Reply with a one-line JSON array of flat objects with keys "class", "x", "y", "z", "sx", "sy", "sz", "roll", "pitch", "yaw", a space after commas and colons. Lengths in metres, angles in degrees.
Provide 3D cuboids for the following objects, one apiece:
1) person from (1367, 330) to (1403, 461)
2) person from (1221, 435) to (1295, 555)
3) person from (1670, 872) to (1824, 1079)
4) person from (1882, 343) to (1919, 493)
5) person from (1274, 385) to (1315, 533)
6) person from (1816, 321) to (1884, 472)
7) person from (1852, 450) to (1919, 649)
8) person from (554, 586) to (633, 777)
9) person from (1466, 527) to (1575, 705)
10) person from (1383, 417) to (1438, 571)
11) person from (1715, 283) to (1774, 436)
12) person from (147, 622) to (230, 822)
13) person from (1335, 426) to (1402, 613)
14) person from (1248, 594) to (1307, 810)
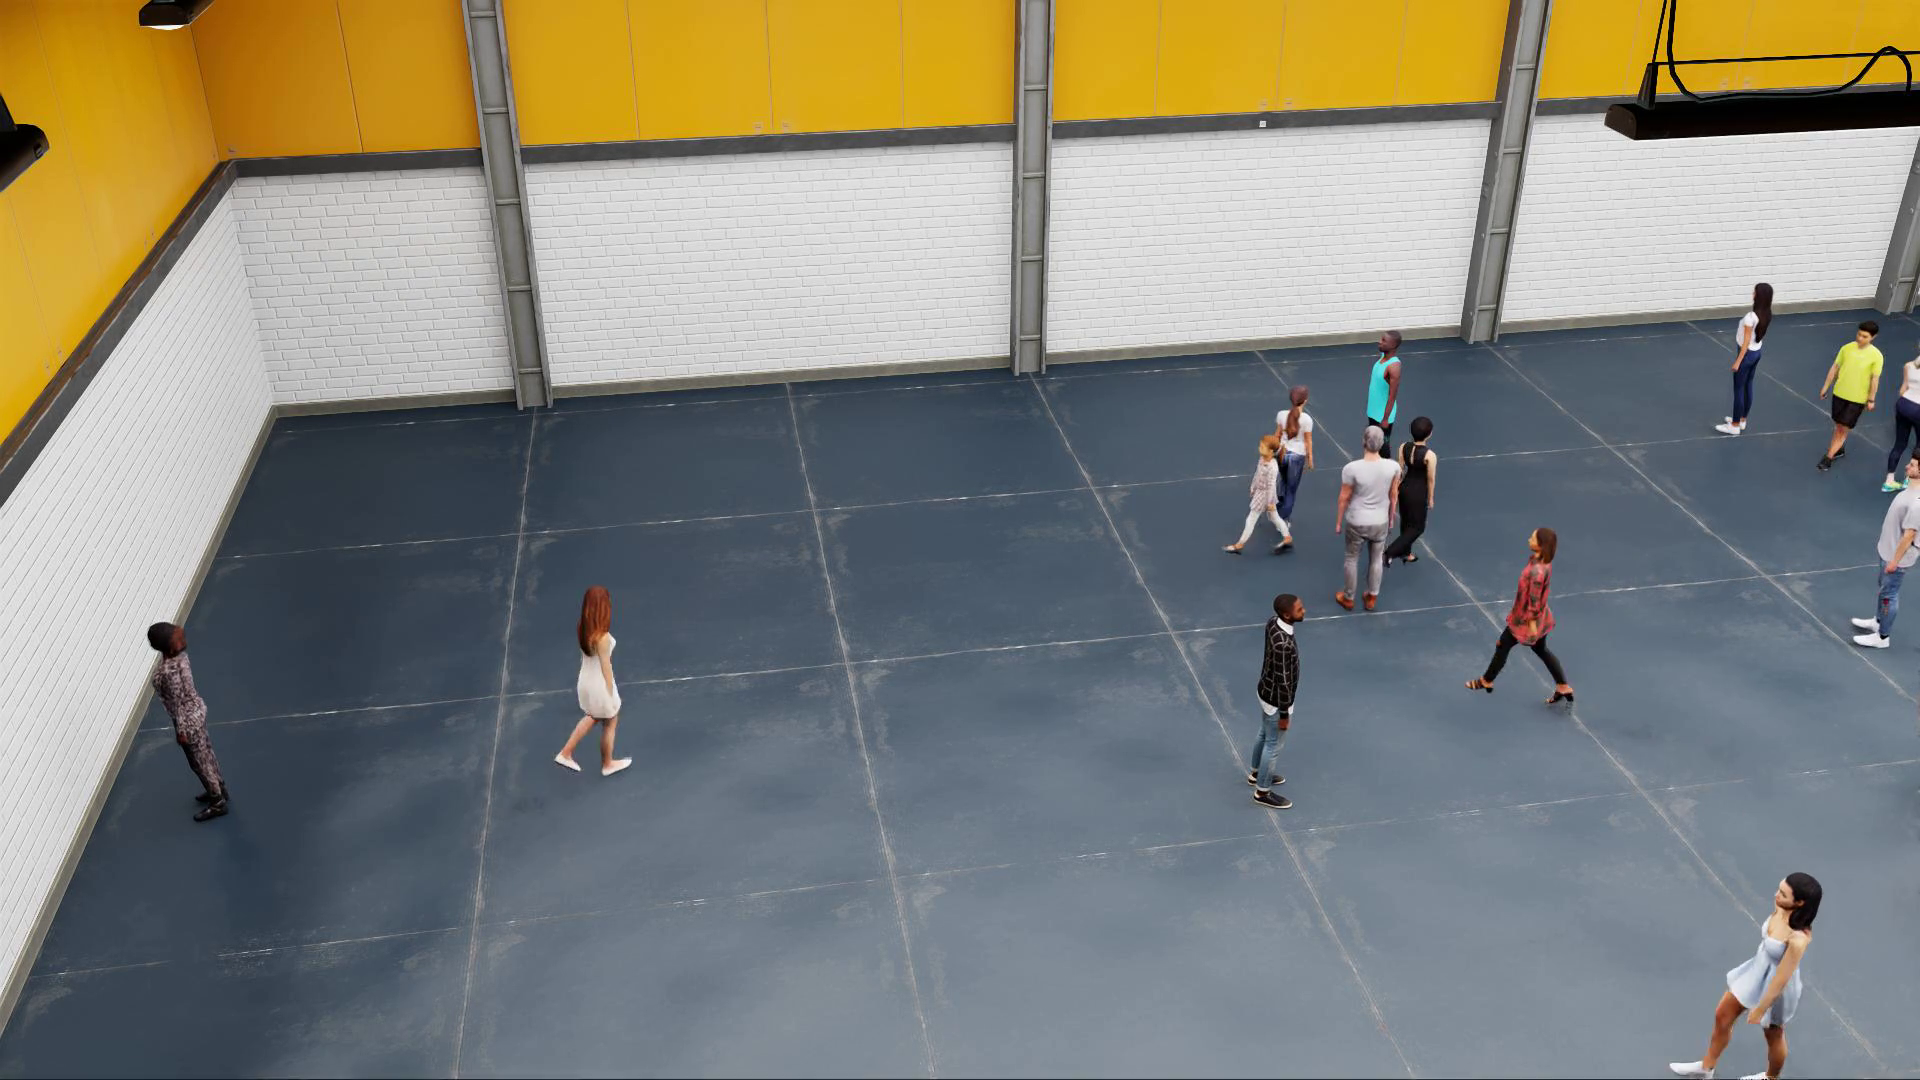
[{"class": "person", "x": 4.434, "y": -1.345, "z": 17.429, "sx": 0.539, "sy": 1.811, "sz": 0.619, "roll": -3, "pitch": 29, "yaw": -5}, {"class": "person", "x": 3.061, "y": -0.422, "z": 16.296, "sx": 0.987, "sy": 1.277, "sz": 0.628, "roll": -1, "pitch": 29, "yaw": -2}, {"class": "person", "x": 5.012, "y": 2.724, "z": 10.076, "sx": 0.944, "sy": 1.709, "sz": 0.736, "roll": 1, "pitch": 29, "yaw": 2}, {"class": "person", "x": 9.921, "y": -1.282, "z": 17.454, "sx": 0.777, "sy": 1.677, "sz": 0.759, "roll": -11, "pitch": 31, "yaw": -20}, {"class": "person", "x": 3.298, "y": -0.793, "z": 16.696, "sx": 0.660, "sy": 1.545, "sz": 0.716, "roll": 21, "pitch": 35, "yaw": 33}, {"class": "person", "x": 9.715, "y": -1.605, "z": 18.048, "sx": 1.043, "sy": 1.675, "sz": 0.886, "roll": -17, "pitch": 33, "yaw": -28}, {"class": "person", "x": 8.332, "y": 0.071, "z": 14.756, "sx": 0.760, "sy": 1.886, "sz": 0.756, "roll": 12, "pitch": 31, "yaw": 20}, {"class": "person", "x": -2.911, "y": 1.179, "z": 12.936, "sx": 0.927, "sy": 1.682, "sz": 0.771, "roll": -19, "pitch": 34, "yaw": -31}, {"class": "person", "x": 4.849, "y": 0.673, "z": 13.885, "sx": 1.191, "sy": 1.663, "sz": 1.052, "roll": 14, "pitch": 32, "yaw": 24}, {"class": "person", "x": 4.301, "y": -0.403, "z": 15.938, "sx": 0.916, "sy": 1.586, "sz": 0.774, "roll": -18, "pitch": 33, "yaw": -30}, {"class": "person", "x": 8.899, "y": -2.049, "z": 18.759, "sx": 0.621, "sy": 1.774, "sz": 0.730, "roll": -23, "pitch": 36, "yaw": -35}, {"class": "person", "x": -5.839, "y": 1.353, "z": 12.585, "sx": 0.545, "sy": 1.714, "sz": 0.582, "roll": -8, "pitch": 30, "yaw": -14}, {"class": "person", "x": 3.745, "y": -0.162, "z": 15.261, "sx": 0.569, "sy": 1.811, "sz": 0.787, "roll": -1, "pitch": 29, "yaw": -1}, {"class": "person", "x": 2.416, "y": 1.197, "z": 12.759, "sx": 0.628, "sy": 1.821, "sz": 0.704, "roll": 1, "pitch": 29, "yaw": 2}]
